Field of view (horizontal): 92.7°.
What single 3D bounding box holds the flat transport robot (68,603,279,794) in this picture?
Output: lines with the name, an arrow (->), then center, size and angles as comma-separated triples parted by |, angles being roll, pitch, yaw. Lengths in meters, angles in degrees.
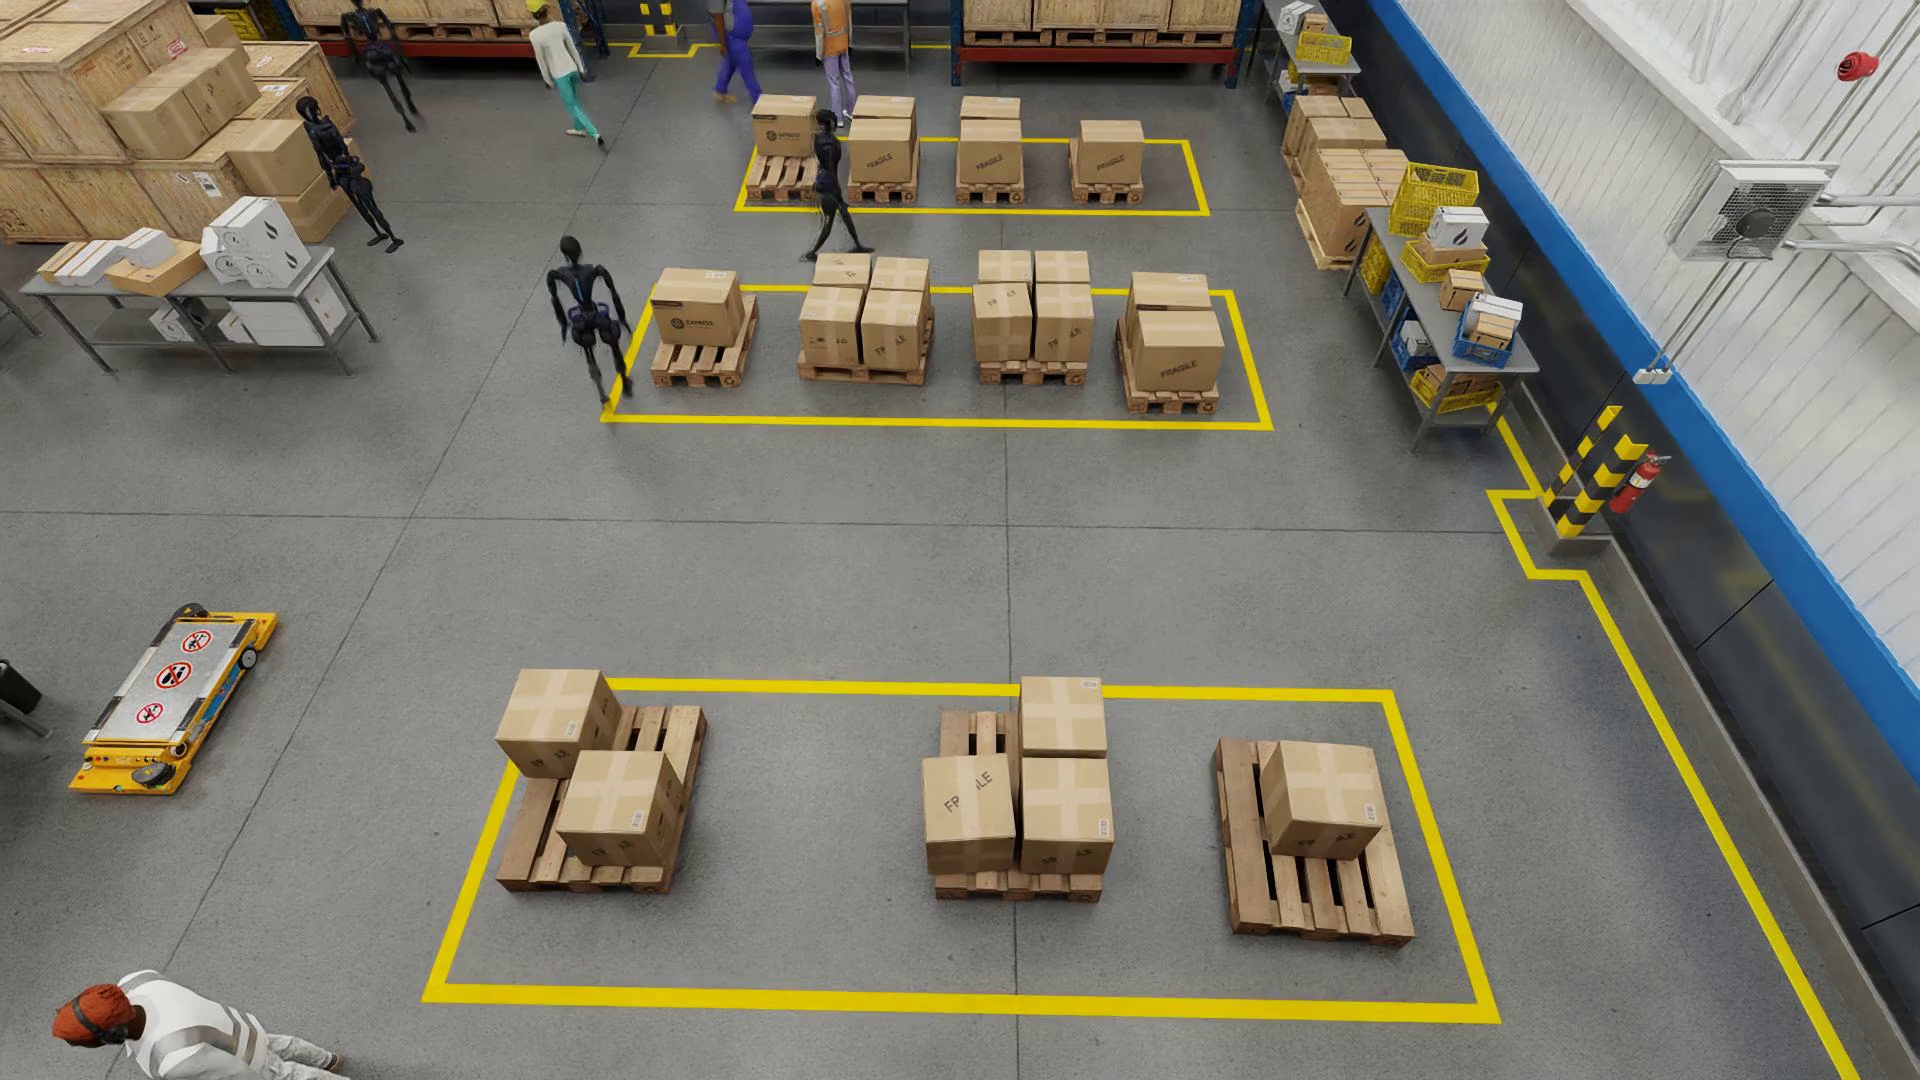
flat transport robot -> -5.504, 1.072, 6.442 | 0.652, 0.197, 1.431 | 1, 50, 1

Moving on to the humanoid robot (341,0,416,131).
humanoid robot -> -7.394, -6.137, 11.677 | 0.581, 1.624, 0.804 | -28, 55, -21

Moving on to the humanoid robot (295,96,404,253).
humanoid robot -> -6.494, -3.853, 9.701 | 0.572, 1.652, 0.316 | 21, 53, 17

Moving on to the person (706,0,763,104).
person -> -2.946, -6.589, 11.783 | 0.827, 2.000, 0.687 | -2, 50, -2

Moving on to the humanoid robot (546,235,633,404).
humanoid robot -> -3.220, -1.886, 8.039 | 0.590, 1.650, 0.429 | -12, 51, -10

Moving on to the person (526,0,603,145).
person -> -4.825, -5.733, 11.252 | 0.743, 1.733, 0.526 | 23, 54, 18

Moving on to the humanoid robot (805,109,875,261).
humanoid robot -> -1.351, -3.681, 9.589 | 0.747, 1.627, 0.602 | 1, 50, 1

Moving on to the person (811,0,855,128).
person -> -1.592, -6.208, 11.533 | 0.585, 1.928, 0.367 | -37, 59, -27

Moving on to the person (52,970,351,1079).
person -> -3.413, 2.410, 4.271 | 0.584, 1.879, 0.341 | 31, 56, 23
